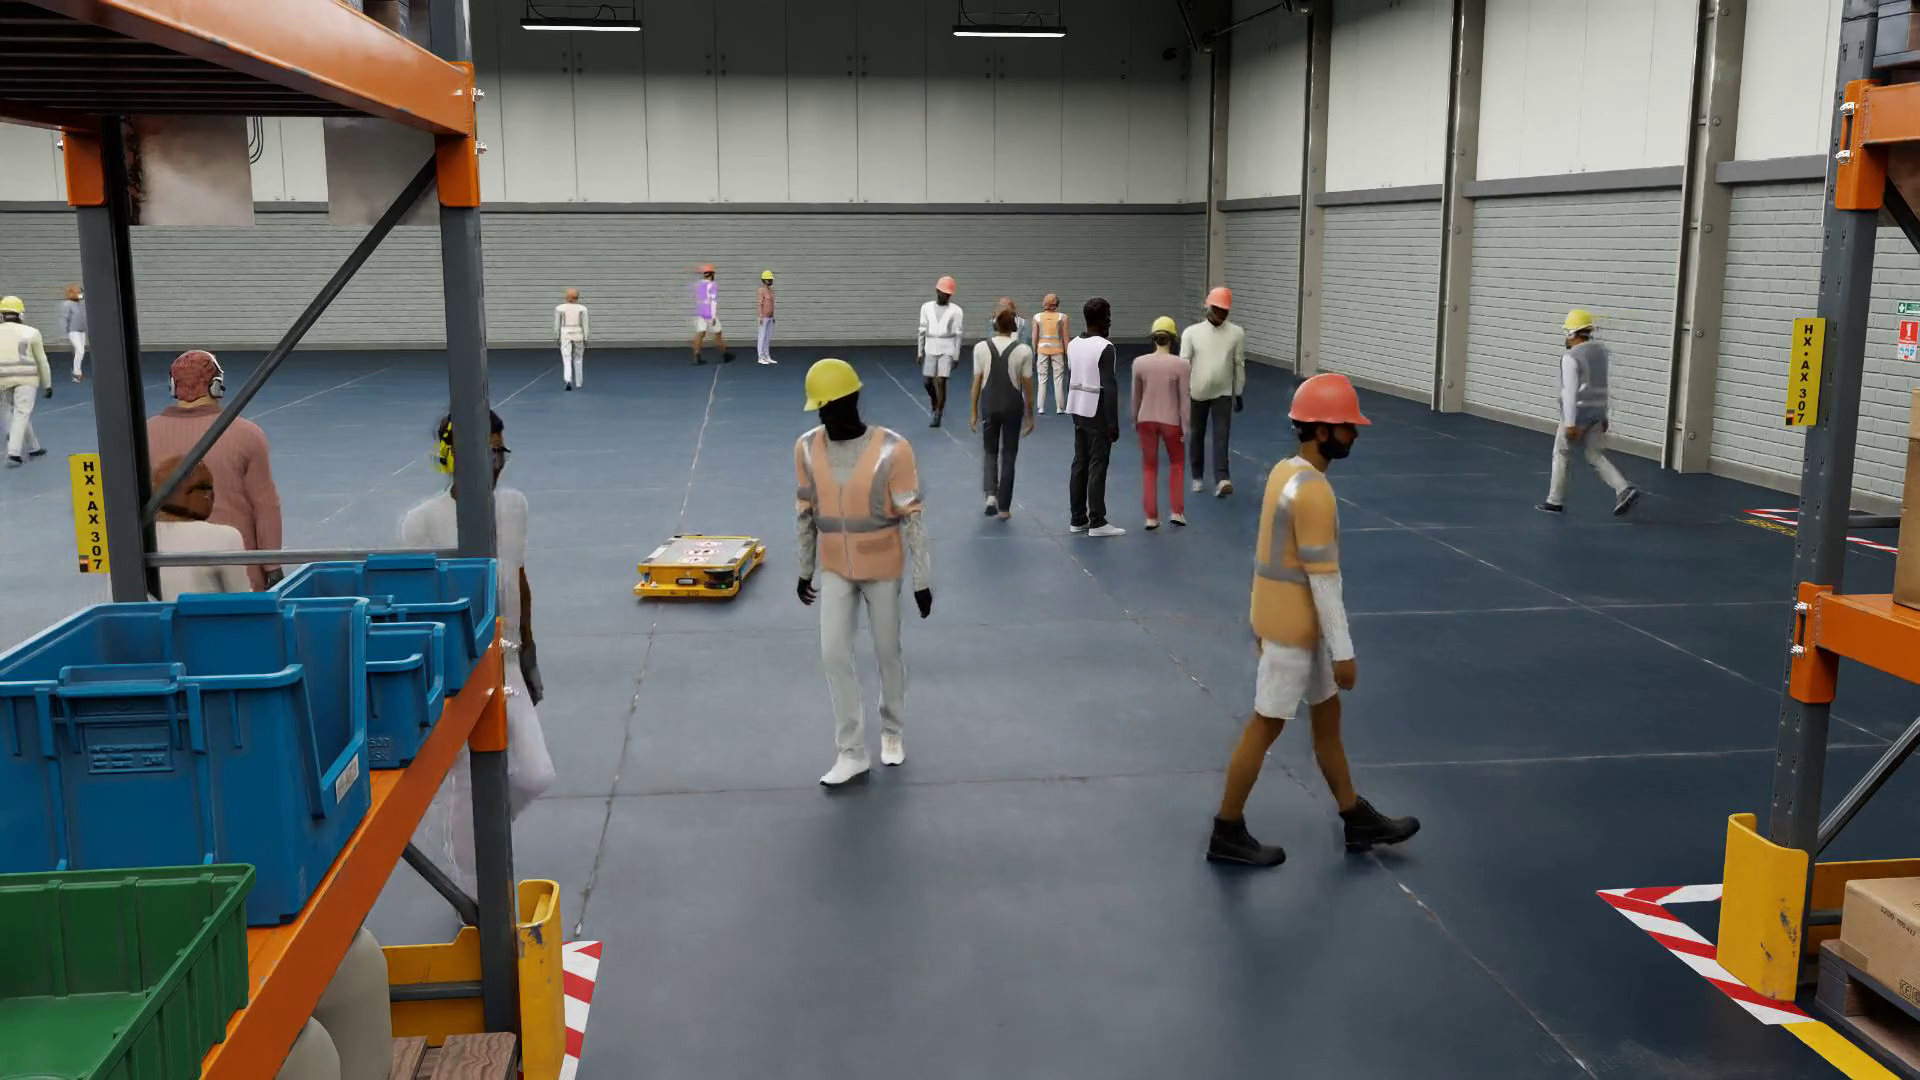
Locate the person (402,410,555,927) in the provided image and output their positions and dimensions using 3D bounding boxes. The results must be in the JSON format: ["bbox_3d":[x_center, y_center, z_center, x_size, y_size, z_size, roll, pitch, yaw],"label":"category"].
[{"bbox_3d":[-1.621,0.460,5.659,0.410,1.849,0.559,8,13,37],"label":"person"}]

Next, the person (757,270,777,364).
[{"bbox_3d":[-3.661,-4.224,31.582,0.328,1.769,0.526,5,11,23],"label":"person"}]

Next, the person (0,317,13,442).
[{"bbox_3d":[-11.434,-1.961,19.644,0.508,1.598,0.832,-10,14,-44],"label":"person"}]

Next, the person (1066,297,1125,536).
[{"bbox_3d":[1.072,-0.991,13.441,0.392,1.920,0.593,-6,12,-31],"label":"person"}]

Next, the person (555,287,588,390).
[{"bbox_3d":[-6.121,-3.178,26.259,0.510,1.610,0.794,-3,11,-15],"label":"person"}]

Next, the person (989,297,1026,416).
[{"bbox_3d":[0.635,-2.364,21.769,0.515,1.622,0.410,-4,11,-19],"label":"person"}]

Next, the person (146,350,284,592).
[{"bbox_3d":[-3.375,0.095,7.529,0.639,1.905,0.407,-1,10,-4],"label":"person"}]

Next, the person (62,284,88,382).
[{"bbox_3d":[-14.610,-3.422,27.581,0.520,1.612,0.512,2,11,11],"label":"person"}]

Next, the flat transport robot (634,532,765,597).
[{"bbox_3d":[-1.801,0.161,11.639,0.652,0.197,1.431,0,10,2],"label":"flat transport robot"}]

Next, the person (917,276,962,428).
[{"bbox_3d":[-0.257,-2.382,21.077,0.589,1.914,0.517,2,11,12],"label":"person"}]

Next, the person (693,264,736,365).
[{"bbox_3d":[-4.719,-4.257,31.454,0.563,1.872,1.020,9,13,39],"label":"person"}]

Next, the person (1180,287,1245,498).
[{"bbox_3d":[2.323,-1.351,15.372,0.661,1.926,1.054,0,10,1],"label":"person"}]

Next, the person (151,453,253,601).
[{"bbox_3d":[-2.992,0.462,6.378,0.489,1.590,0.811,2,10,8],"label":"person"}]

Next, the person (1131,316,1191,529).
[{"bbox_3d":[1.661,-0.968,13.763,0.540,1.748,0.495,4,11,22],"label":"person"}]

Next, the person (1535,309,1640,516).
[{"bbox_3d":[5.420,-1.078,14.270,0.599,1.800,0.827,-8,13,-36],"label":"person"}]

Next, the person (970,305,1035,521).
[{"bbox_3d":[0.367,-1.073,14.125,0.549,1.831,0.407,2,11,12],"label":"person"}]

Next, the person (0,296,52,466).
[{"bbox_3d":[-9.995,-1.690,17.665,0.608,1.787,0.951,0,10,-2],"label":"person"}]

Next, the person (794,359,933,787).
[{"bbox_3d":[-0.447,0.138,7.360,0.700,1.867,0.809,4,11,19],"label":"person"}]

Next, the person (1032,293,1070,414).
[{"bbox_3d":[1.231,-2.520,22.587,0.518,1.639,0.312,2,11,11],"label":"person"}]

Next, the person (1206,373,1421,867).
[{"bbox_3d":[1.380,0.325,6.287,0.934,1.890,0.568,0,10,3],"label":"person"}]
